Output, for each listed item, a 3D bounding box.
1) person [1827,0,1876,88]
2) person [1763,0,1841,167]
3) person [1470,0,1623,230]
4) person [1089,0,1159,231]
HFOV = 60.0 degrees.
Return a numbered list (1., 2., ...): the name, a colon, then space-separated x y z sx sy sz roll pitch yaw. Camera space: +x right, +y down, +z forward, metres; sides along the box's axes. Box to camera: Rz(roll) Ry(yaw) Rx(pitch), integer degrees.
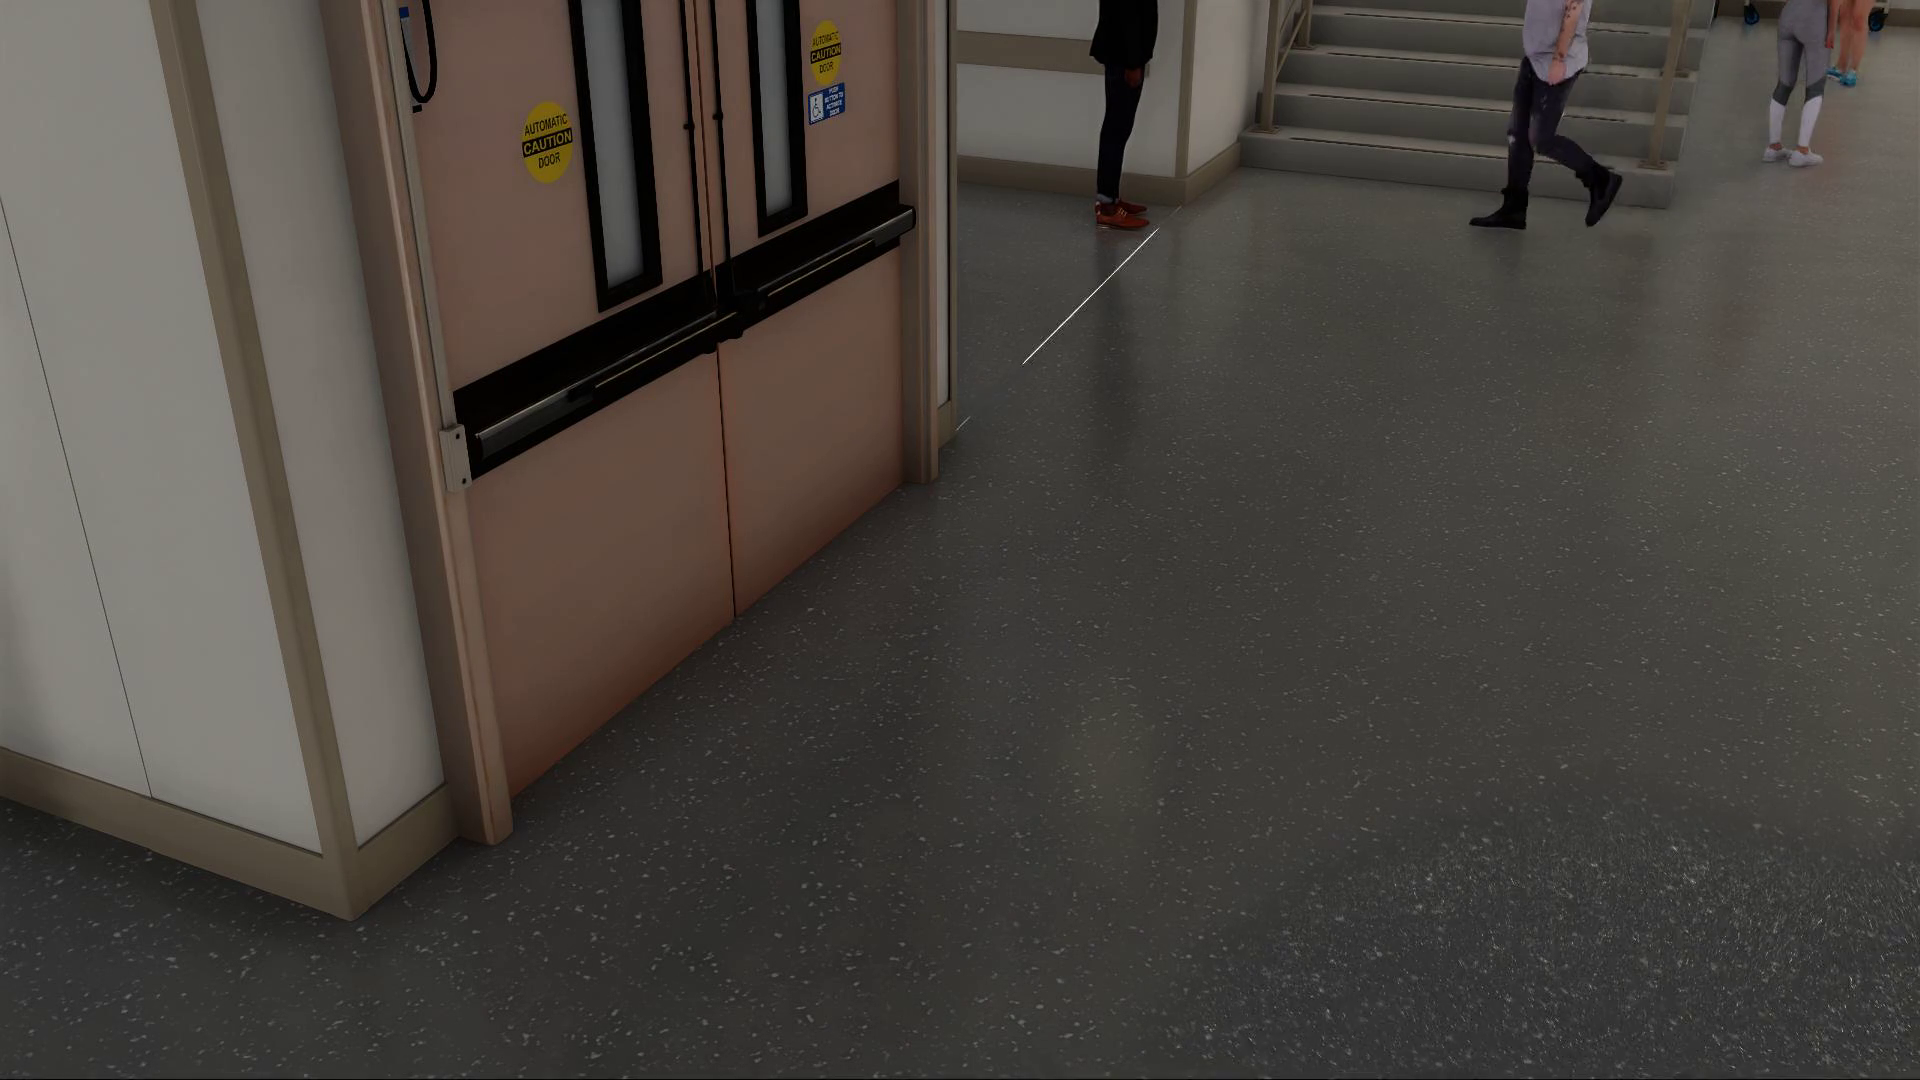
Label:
1. person: 6.966 -4.392 12.783 0.905 1.763 0.769 0 26 0
2. person: 5.248 -3.212 10.409 0.758 1.699 0.711 -13 29 -25
3. person: 3.240 -2.527 8.854 0.983 1.815 1.039 0 26 1
4. person: 0.888 -2.650 9.106 0.824 1.818 0.668 2 26 5
